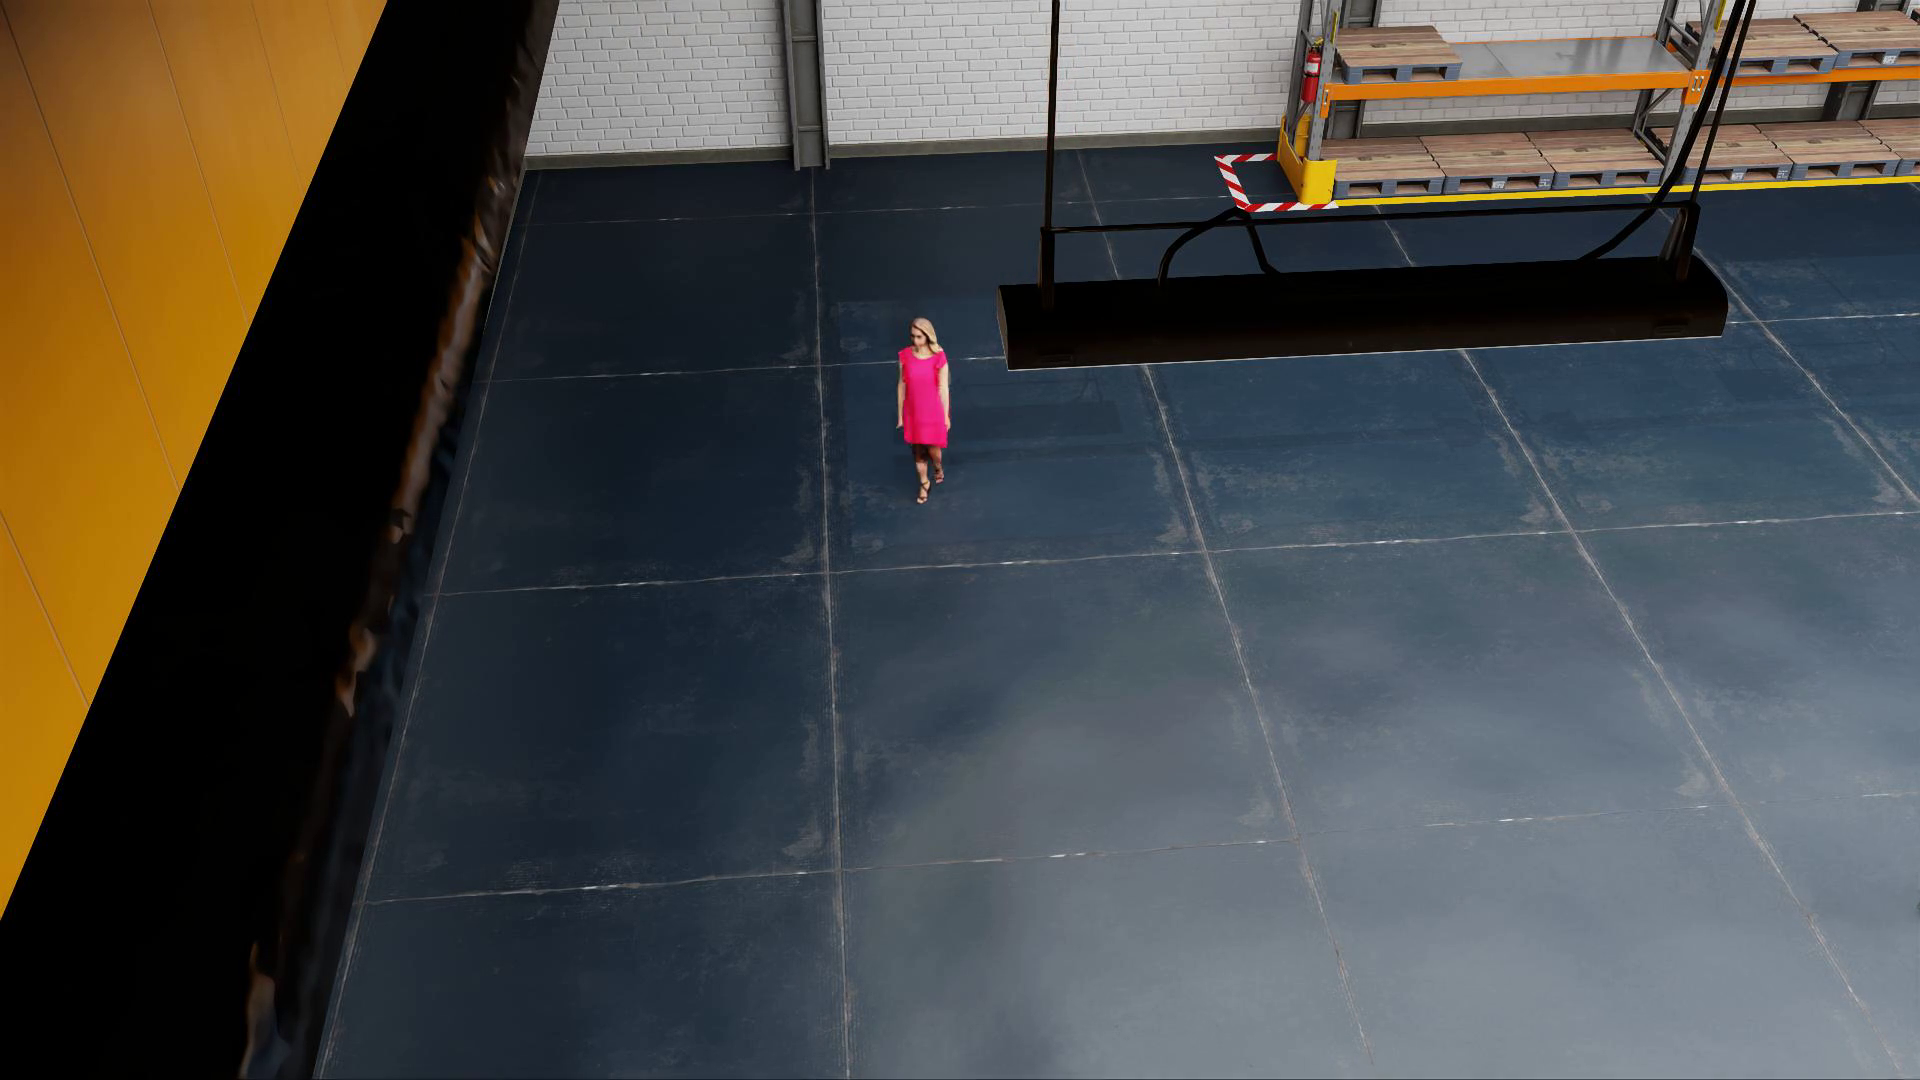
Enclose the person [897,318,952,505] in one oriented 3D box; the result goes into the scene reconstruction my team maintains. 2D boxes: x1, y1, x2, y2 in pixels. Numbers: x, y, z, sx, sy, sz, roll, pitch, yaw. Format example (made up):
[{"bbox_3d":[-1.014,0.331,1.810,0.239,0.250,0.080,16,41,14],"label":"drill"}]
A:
[{"bbox_3d":[-0.252,-1.069,13.283,0.747,1.718,0.793,10,40,13],"label":"person"}]
